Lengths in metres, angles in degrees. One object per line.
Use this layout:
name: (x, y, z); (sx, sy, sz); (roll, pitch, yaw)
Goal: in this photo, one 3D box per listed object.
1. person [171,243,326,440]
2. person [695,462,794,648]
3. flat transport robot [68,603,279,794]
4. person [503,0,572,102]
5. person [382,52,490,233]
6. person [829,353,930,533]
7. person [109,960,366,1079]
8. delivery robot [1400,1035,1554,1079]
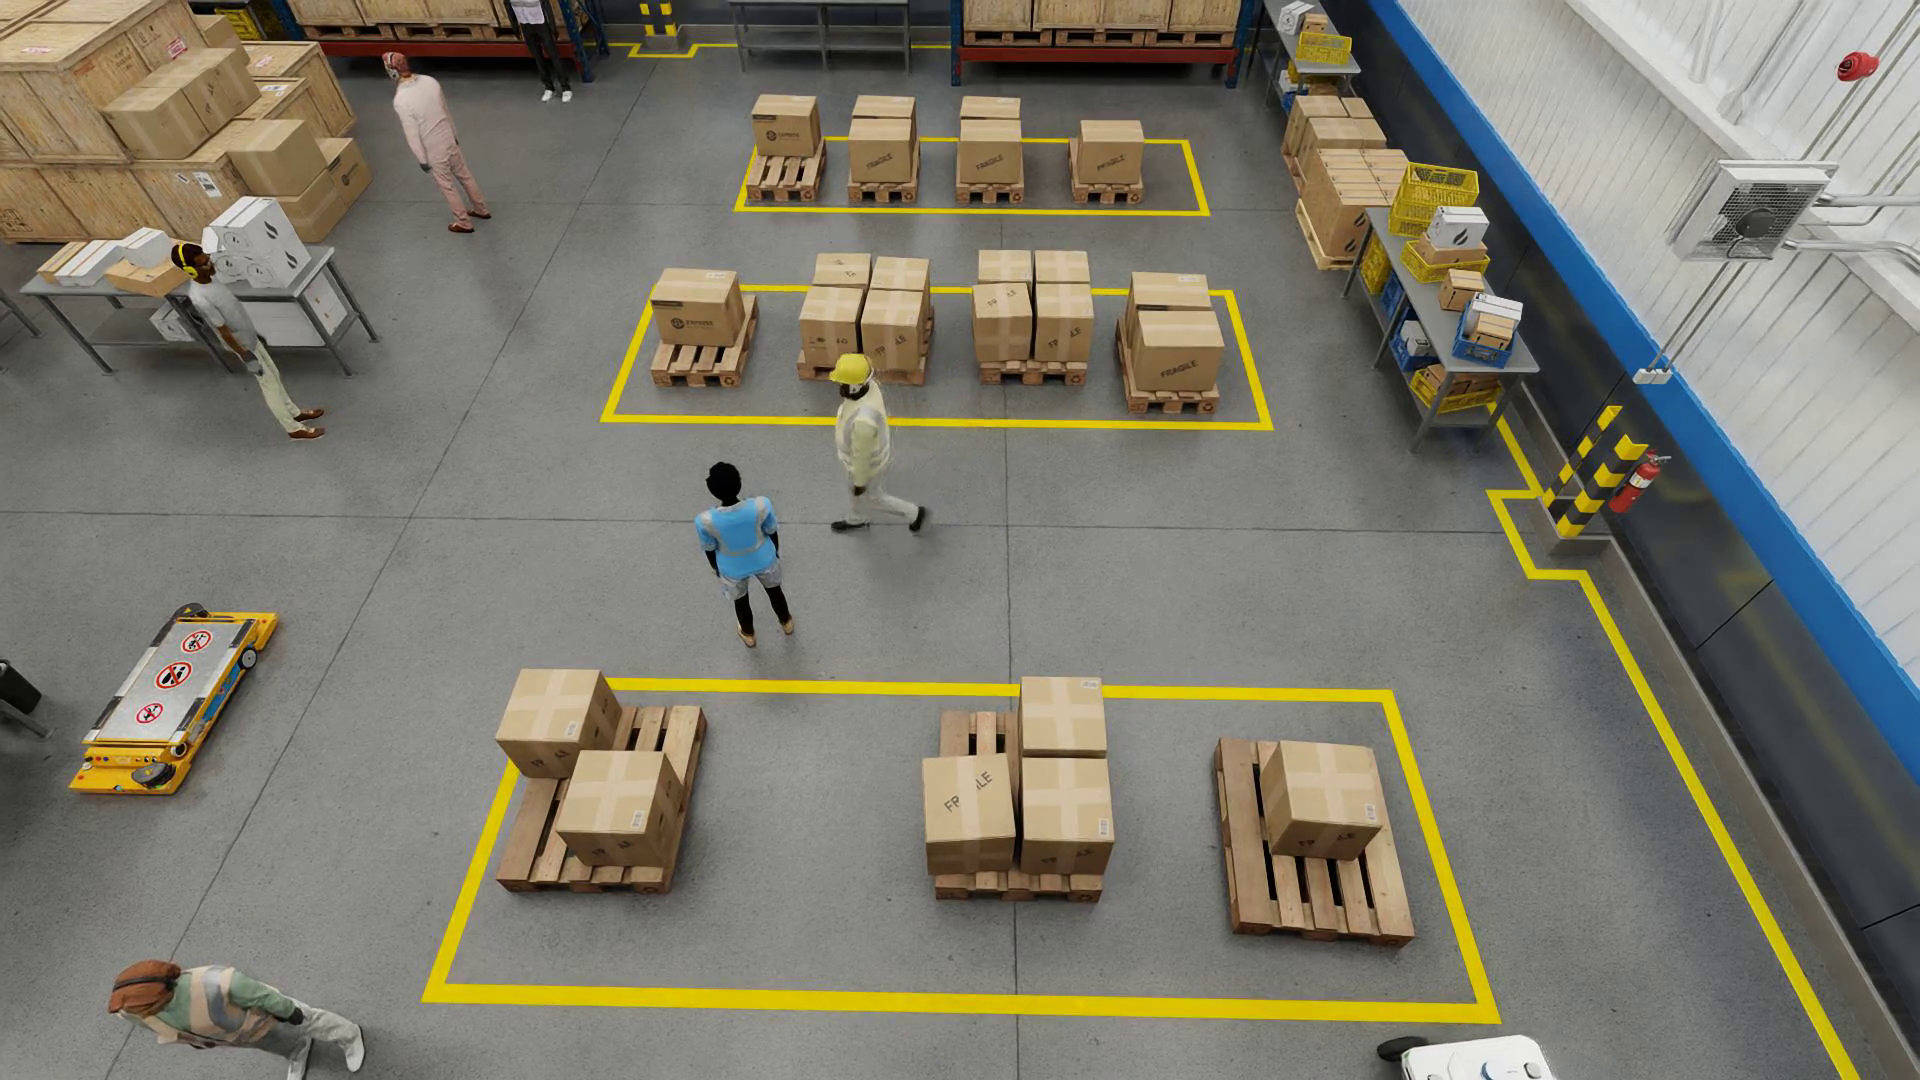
person: (-5.976, -1.648, 7.704); (0.313, 1.869, 0.528); (-20, 52, -16)
person: (-1.471, 0.131, 6.316); (0.534, 1.691, 0.322); (-18, 52, -14)
flat transport robot: (-5.504, 1.072, 6.442); (0.652, 0.197, 1.431); (1, 50, 1)
person: (-5.581, -6.768, 12.013); (0.598, 1.910, 0.402); (1, 50, 1)
person: (-5.680, -4.268, 9.904); (0.397, 1.899, 0.648); (13, 51, 10)
person: (-0.656, -0.657, 6.907); (0.738, 1.809, 0.598); (-6, 50, -5)
person: (-3.505, 2.348, 4.478); (0.518, 1.632, 0.317); (-11, 51, -10)
delivery robot: (2.671, 2.795, 4.740); (0.707, 0.478, 0.477); (-5, 50, -4)
